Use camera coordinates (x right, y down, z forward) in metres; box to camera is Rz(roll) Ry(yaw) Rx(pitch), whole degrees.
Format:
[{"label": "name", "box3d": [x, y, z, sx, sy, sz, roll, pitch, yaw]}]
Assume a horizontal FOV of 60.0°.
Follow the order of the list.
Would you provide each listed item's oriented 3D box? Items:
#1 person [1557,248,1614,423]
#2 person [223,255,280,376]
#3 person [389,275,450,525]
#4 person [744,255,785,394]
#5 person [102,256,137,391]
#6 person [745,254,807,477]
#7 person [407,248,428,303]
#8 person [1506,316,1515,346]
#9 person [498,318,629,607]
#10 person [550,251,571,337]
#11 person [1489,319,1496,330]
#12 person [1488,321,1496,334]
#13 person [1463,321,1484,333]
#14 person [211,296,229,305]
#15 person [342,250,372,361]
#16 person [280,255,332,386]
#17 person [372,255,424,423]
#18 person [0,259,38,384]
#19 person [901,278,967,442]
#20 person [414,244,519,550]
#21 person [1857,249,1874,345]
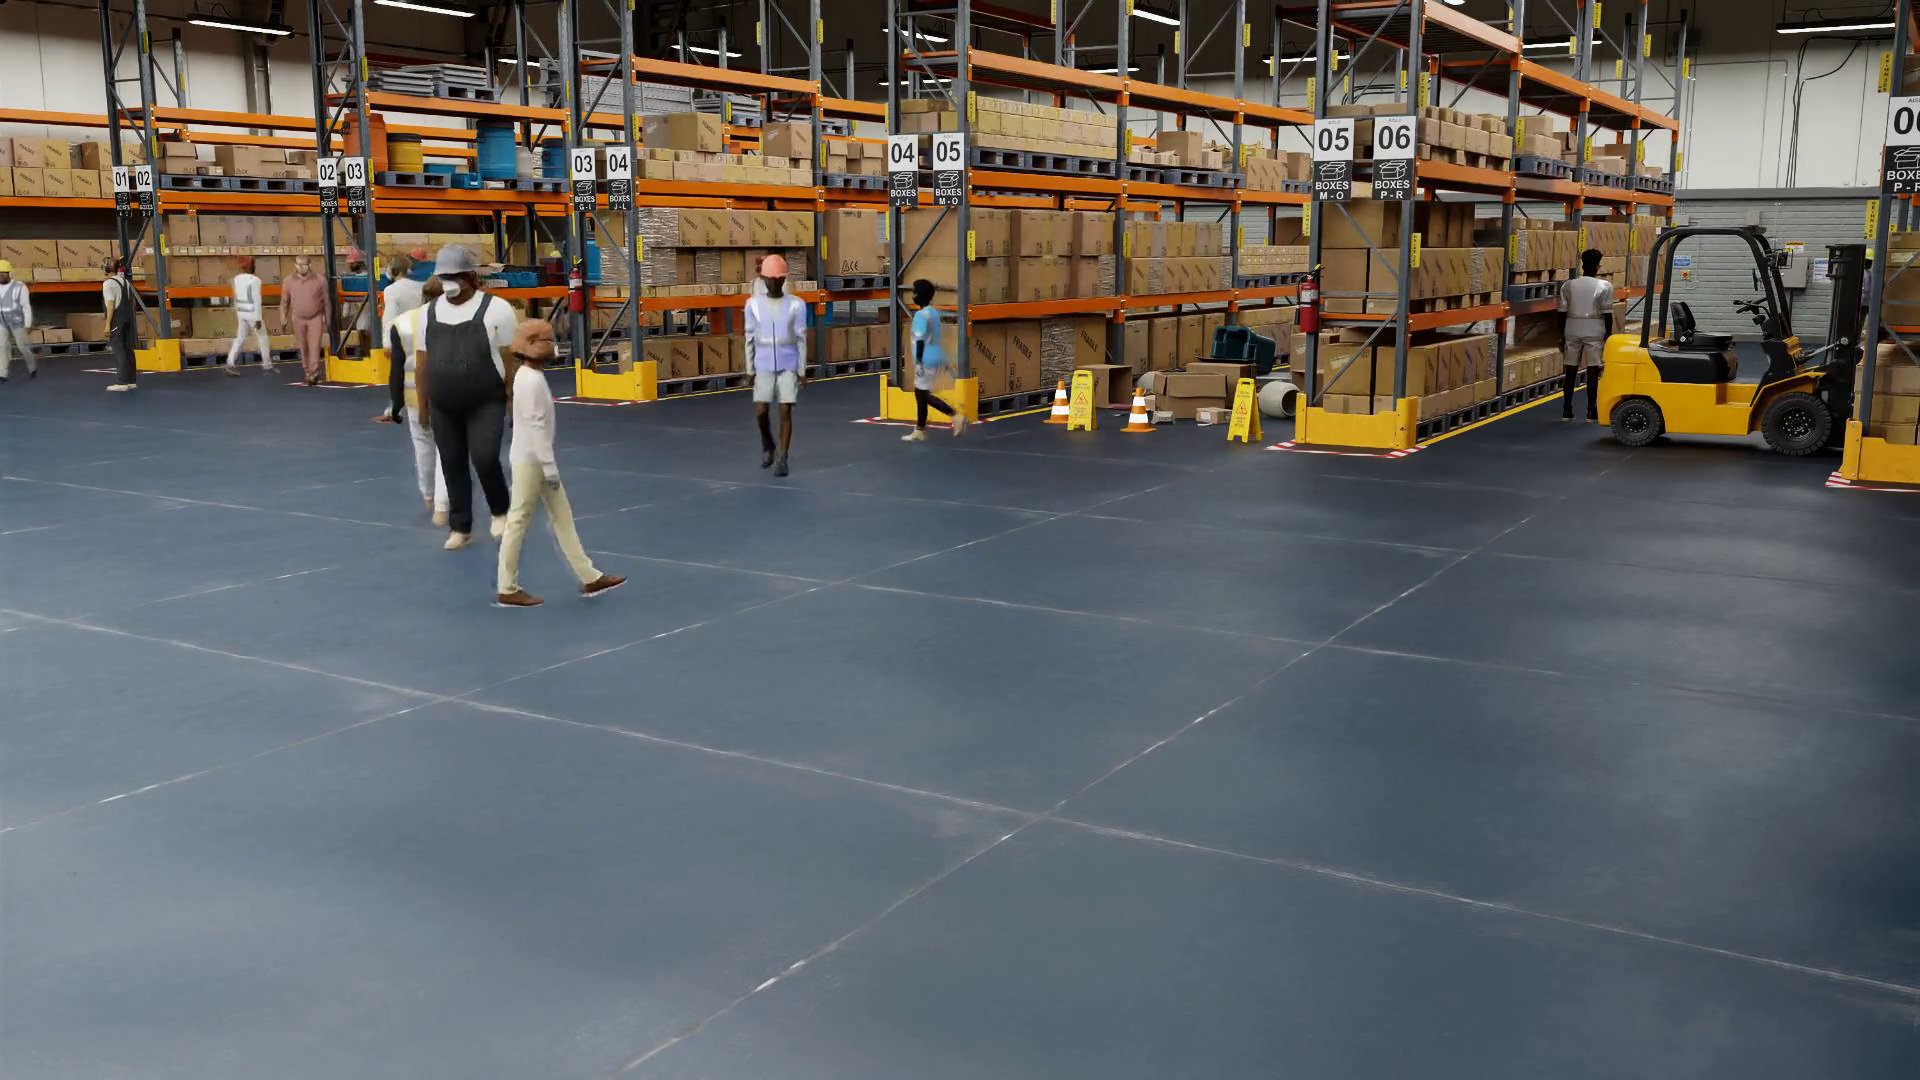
[{"label": "person", "box3d": [7.090, -2.314, 18.861, 0.613, 1.963, 0.362, 8, 13, 37]}, {"label": "person", "box3d": [-10.920, -3.425, 25.434, 0.586, 1.848, 0.956, 5, 11, 25]}, {"label": "person", "box3d": [-3.836, -1.040, 12.239, 0.633, 1.783, 0.964, -2, 10, -11]}, {"label": "person", "box3d": [-2.606, -2.858, 22.188, 0.604, 1.865, 0.503, 8, 13, 36]}, {"label": "person", "box3d": [-11.586, -2.968, 22.860, 0.344, 1.847, 0.505, 1, 10, 4]}, {"label": "person", "box3d": [-1.596, -1.512, 14.483, 0.543, 1.925, 0.466, 0, 10, -1]}, {"label": "person", "box3d": [-8.895, -3.787, 27.168, 1.085, 1.958, 0.690, 5, 11, 27]}, {"label": "person", "box3d": [10.668, -4.619, 32.242, 0.436, 1.803, 0.729, -5, 11, -25]}, {"label": "person", "box3d": [-2.239, -0.421, 9.254, 0.782, 1.598, 0.525, -2, 10, -9]}, {"label": "person", "box3d": [-7.238, -4.250, 29.955, 0.592, 1.880, 0.971, 5, 11, 26]}, {"label": "person", "box3d": [10.724, -4.747, 32.903, 0.450, 1.827, 0.630, 0, 10, 2]}, {"label": "person", "box3d": [10.913, -4.977, 33.858, 0.372, 1.939, 0.631, -3, 11, -16]}, {"label": "person", "box3d": [9.841, -4.555, 31.781, 0.560, 1.833, 0.498, -9, 14, -42]}, {"label": "person", "box3d": [-13.653, -4.406, 30.814, 0.564, 1.888, 0.989, 10, 14, 44]}, {"label": "person", "box3d": [-9.413, -3.537, 25.887, 0.566, 1.899, 0.896, 5, 11, 25]}, {"label": "person", "box3d": [-9.401, -3.160, 23.916, 0.671, 1.862, 0.984, -2, 10, -12]}, {"label": "person", "box3d": [-6.137, -2.217, 18.513, 0.967, 1.905, 0.643, 2, 10, 11]}, {"label": "person", "box3d": [-13.824, -3.190, 24.266, 0.600, 1.805, 0.866, -1, 10, -7]}, {"label": "person", "box3d": [-0.262, -1.802, 16.828, 0.650, 1.680, 0.532, 2, 10, 13]}, {"label": "person", "box3d": [-3.275, -0.943, 10.973, 0.707, 2.000, 0.536, 1, 10, 5]}, {"label": "person", "box3d": [15.931, -4.174, 29.394, 0.590, 1.923, 0.383, -7, 13, -36]}]
